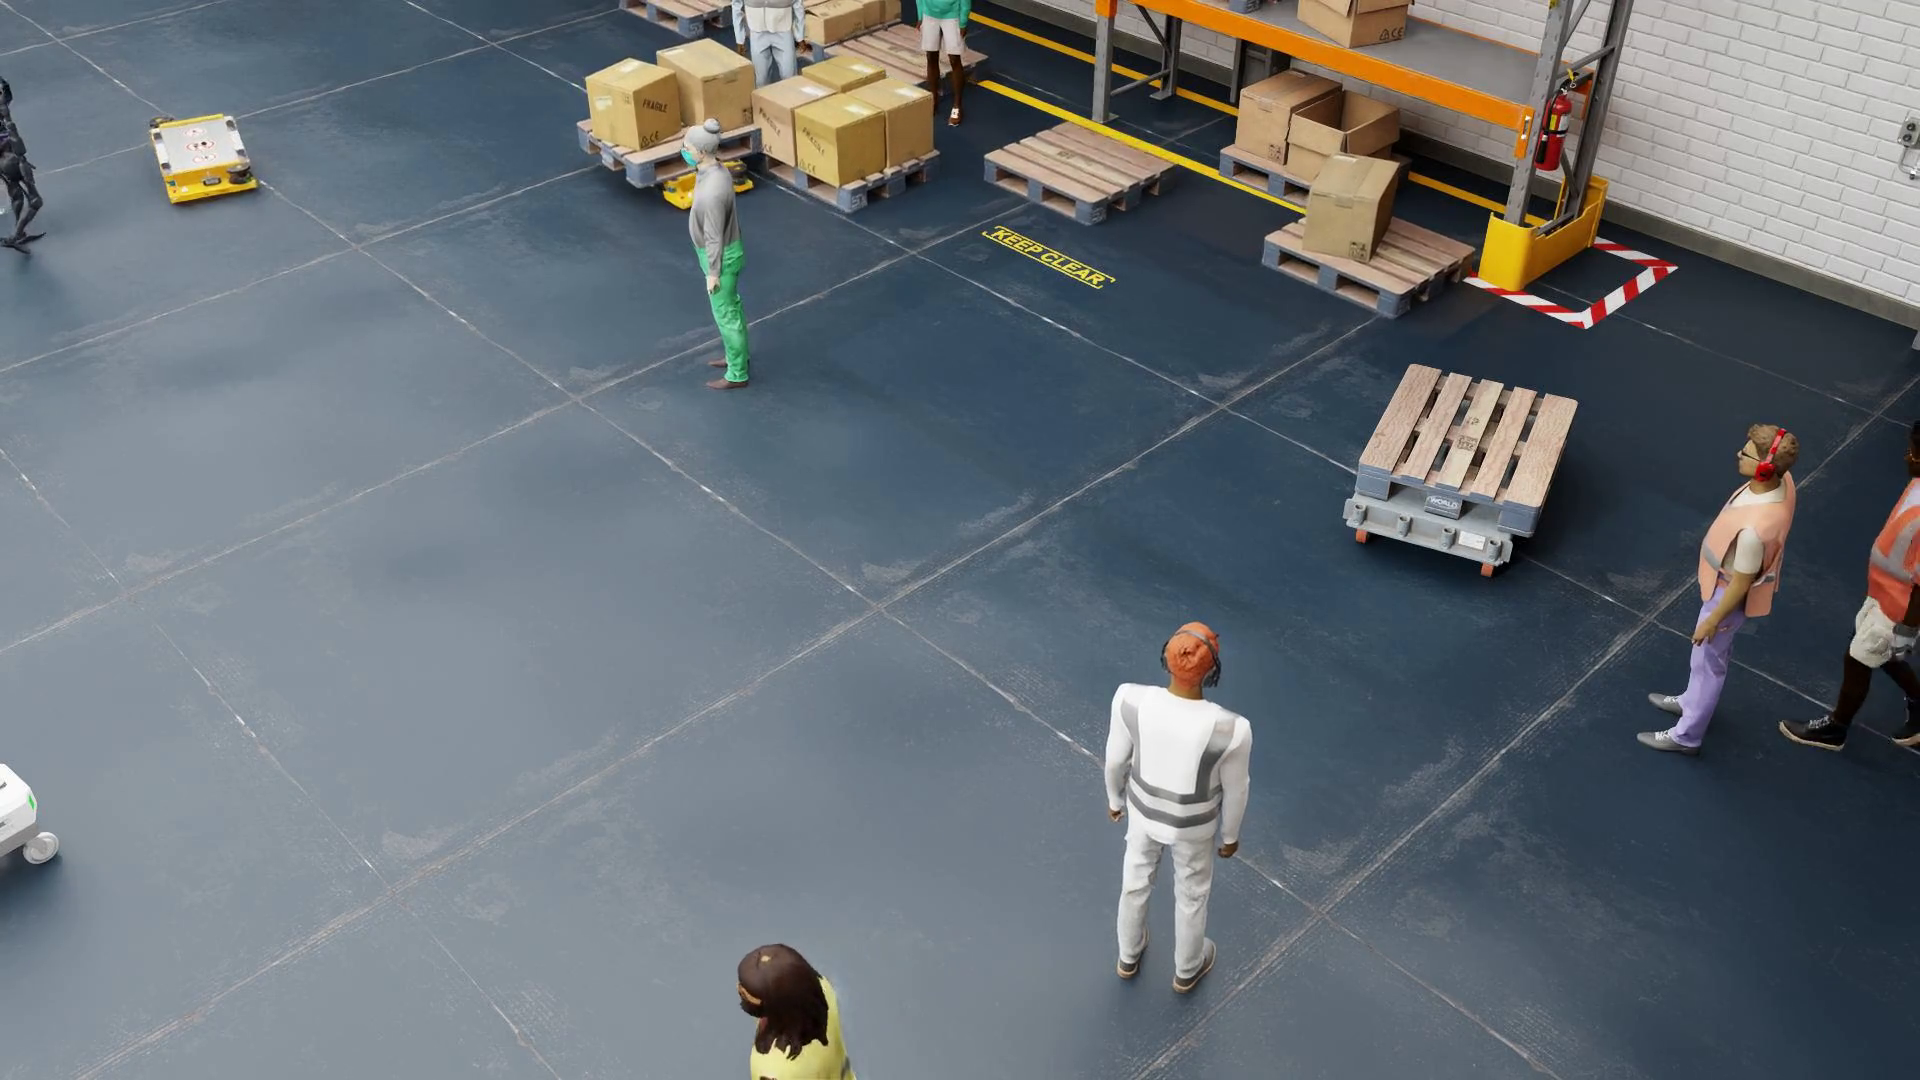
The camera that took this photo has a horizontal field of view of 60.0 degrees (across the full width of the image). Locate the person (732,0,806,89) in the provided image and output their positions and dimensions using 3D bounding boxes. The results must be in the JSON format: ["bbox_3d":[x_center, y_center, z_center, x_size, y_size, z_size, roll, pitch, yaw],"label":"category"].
[{"bbox_3d":[-1.569,-4.185,13.721,0.597,1.907,0.413,0,37,0],"label":"person"}]

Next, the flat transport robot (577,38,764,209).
[{"bbox_3d":[-2.353,-3.118,13.661,0.659,0.231,1.431,-25,44,-29],"label":"flat transport robot"}]

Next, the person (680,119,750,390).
[{"bbox_3d":[-1.552,-1.831,10.664,0.340,1.838,0.509,-5,37,-6],"label":"person"}]

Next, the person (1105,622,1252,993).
[{"bbox_3d":[0.863,1.106,6.732,0.574,1.881,0.355,15,40,19],"label":"person"}]

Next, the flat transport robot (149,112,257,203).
[{"bbox_3d":[-6.274,-3.192,13.759,0.659,0.231,1.431,-17,40,-21],"label":"flat transport robot"}]

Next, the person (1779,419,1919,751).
[{"bbox_3d":[4.509,0.262,7.804,0.658,1.933,0.636,15,39,19],"label":"person"}]

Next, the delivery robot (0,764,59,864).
[{"bbox_3d":[-4.561,1.387,7.476,0.499,0.614,0.791,26,44,30],"label":"delivery robot"}]

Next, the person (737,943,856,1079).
[{"bbox_3d":[-0.558,1.989,5.664,0.436,1.758,0.468,0,37,0],"label":"person"}]

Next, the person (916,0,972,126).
[{"bbox_3d":[-0.132,-4.469,14.145,0.497,1.843,0.406,14,39,18],"label":"person"}]

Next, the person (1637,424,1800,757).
[{"bbox_3d":[3.642,0.261,7.879,0.390,1.847,0.562,19,41,24],"label":"person"}]

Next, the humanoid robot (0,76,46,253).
[{"bbox_3d":[-7.054,-2.861,12.160,0.609,1.635,0.454,29,46,32],"label":"humanoid robot"}]

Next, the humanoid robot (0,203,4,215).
[{"bbox_3d":[-7.711,-3.216,12.616,0.531,1.831,0.723,-14,39,-18],"label":"humanoid robot"}]
